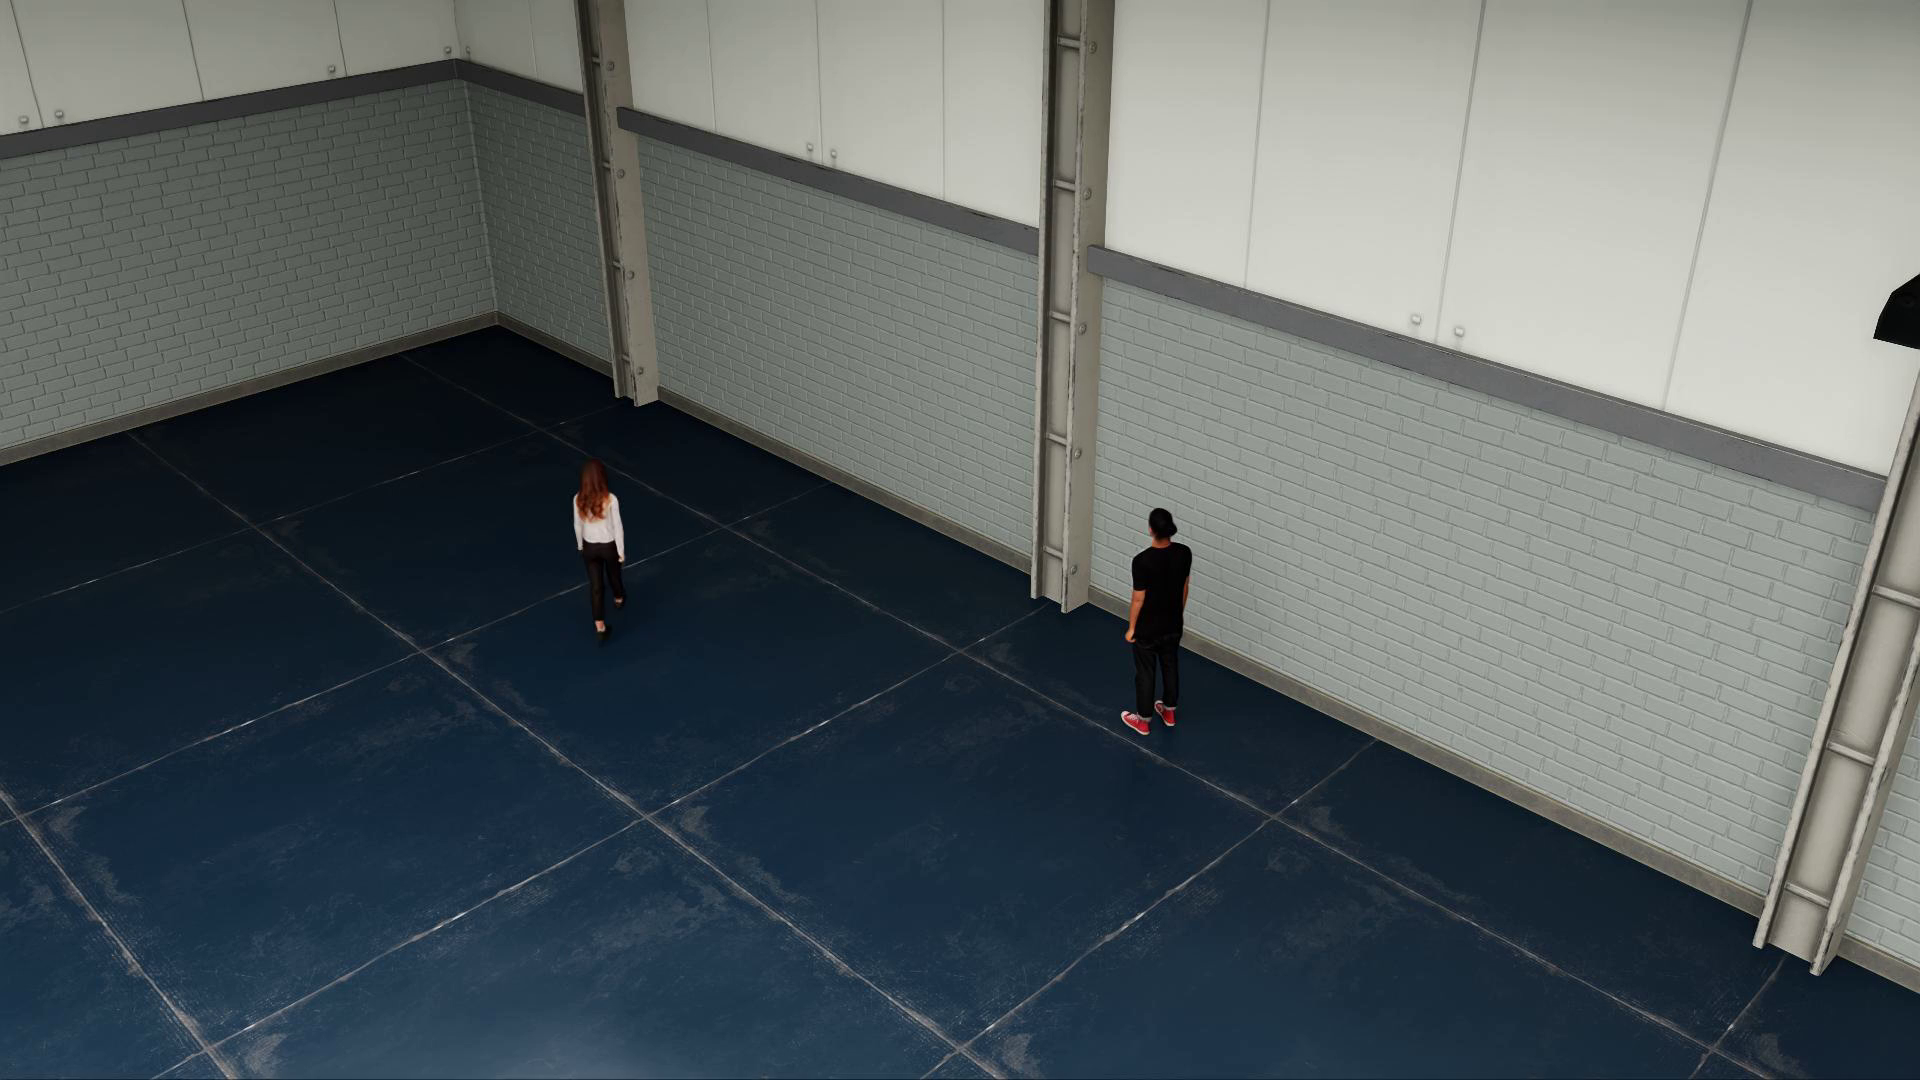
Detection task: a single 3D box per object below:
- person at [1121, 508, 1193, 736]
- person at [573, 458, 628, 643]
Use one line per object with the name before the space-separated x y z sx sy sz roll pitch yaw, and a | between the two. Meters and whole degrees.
person | 1.405 0.575 11.807 0.691 1.756 0.660 -13 31 -23
person | -2.832 0.105 13.020 0.965 1.445 1.010 1 28 2
